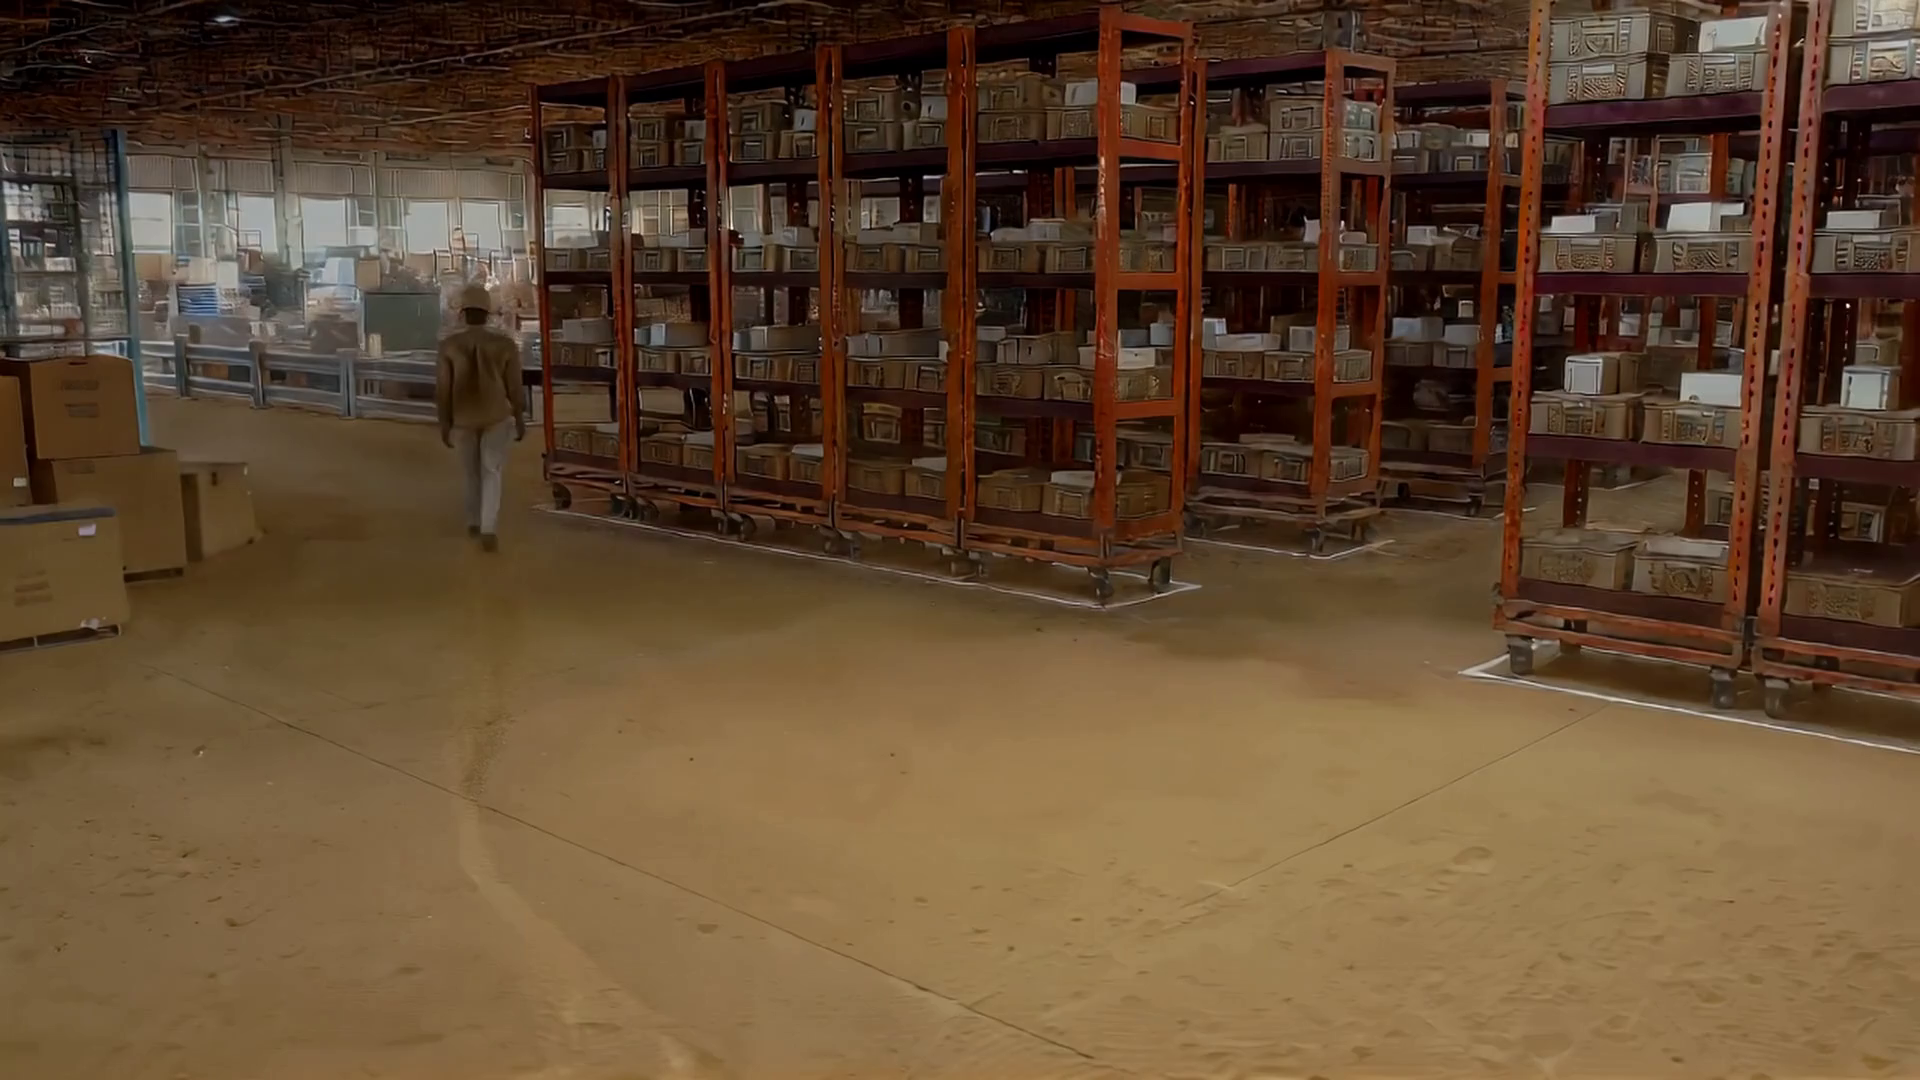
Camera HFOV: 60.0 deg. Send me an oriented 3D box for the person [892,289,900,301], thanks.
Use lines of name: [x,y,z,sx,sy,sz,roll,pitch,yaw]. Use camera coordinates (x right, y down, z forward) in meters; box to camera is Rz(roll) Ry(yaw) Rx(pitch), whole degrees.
person: [-2.427,-9.243,64.302,0.344,1.677,0.559,-7,11,-35]

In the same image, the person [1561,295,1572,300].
person: [12.529,-4.435,34.344,0.586,1.833,0.403,-7,12,-37]

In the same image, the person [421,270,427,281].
person: [-28.281,-13.245,87.879,0.391,1.989,0.610,-1,9,-3]

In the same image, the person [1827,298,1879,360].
person: [10.177,-1.916,18.962,0.623,1.816,0.604,-4,10,-24]

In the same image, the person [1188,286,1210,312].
person: [5.445,-4.966,37.354,0.624,1.908,0.794,6,11,34]

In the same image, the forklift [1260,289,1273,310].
forklift: [9.989,-8.188,54.148,1.129,2.768,1.873,9,13,43]

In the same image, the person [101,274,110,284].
person: [-35.464,-10.112,69.115,0.523,1.852,0.782,5,10,27]

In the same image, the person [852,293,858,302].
person: [-5.173,-12.111,81.321,1.026,1.863,0.618,-3,10,-20]

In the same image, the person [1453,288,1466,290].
person: [17.995,-8.603,59.920,0.690,1.827,0.566,-7,11,-35]

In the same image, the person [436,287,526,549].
person: [-3.583,-0.919,12.484,0.630,1.941,1.053,-2,10,-15]

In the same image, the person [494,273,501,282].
person: [-25.802,-14.026,93.175,0.592,1.833,0.992,2,10,14]

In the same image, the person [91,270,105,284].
person: [-31.606,-8.887,61.019,0.605,2.035,0.392,7,12,37]

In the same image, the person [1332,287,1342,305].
person: [9.398,-5.591,41.838,0.322,1.697,0.533,-3,10,-19]

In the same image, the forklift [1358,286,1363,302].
forklift: [11.100,-7.017,46.970,1.873,2.768,1.129,9,13,43]
